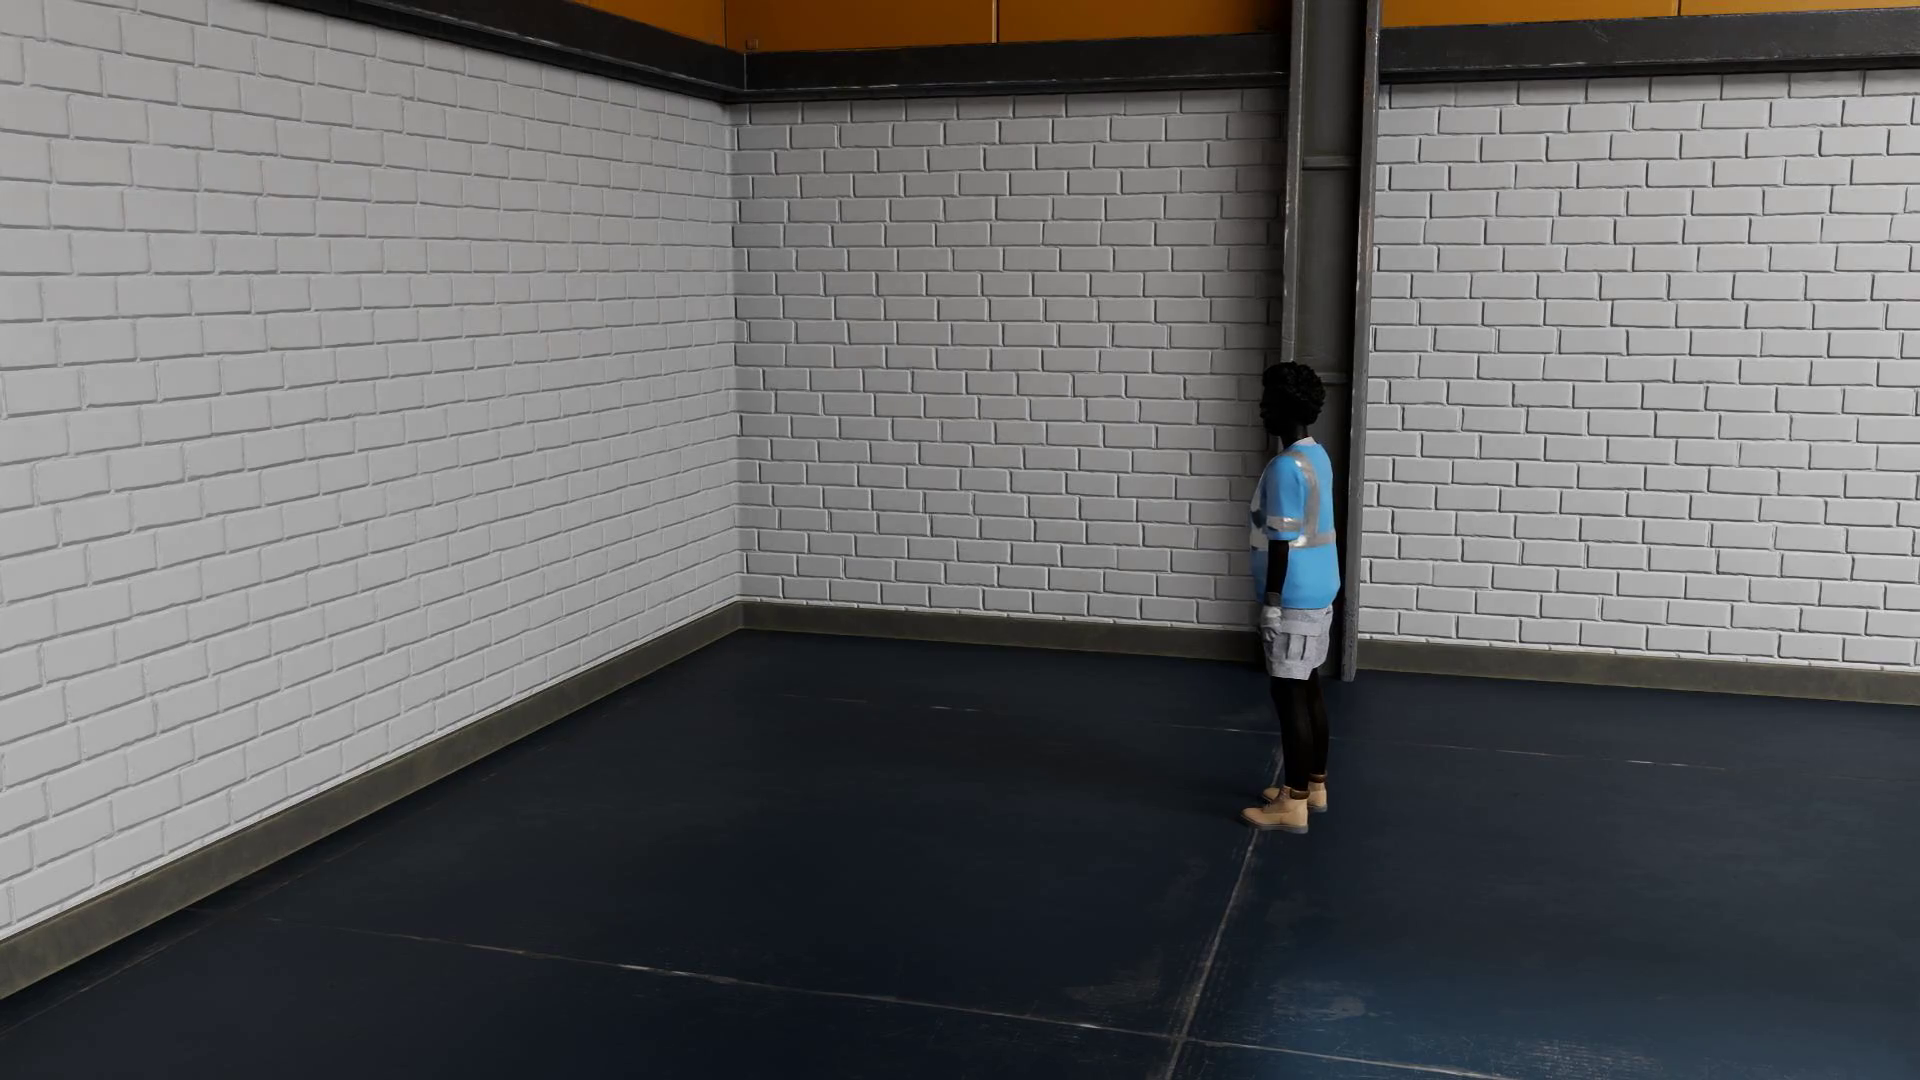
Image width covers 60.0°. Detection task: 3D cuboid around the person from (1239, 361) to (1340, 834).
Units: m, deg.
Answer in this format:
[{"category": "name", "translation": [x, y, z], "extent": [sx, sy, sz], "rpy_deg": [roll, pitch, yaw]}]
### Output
[{"category": "person", "translation": [1.202, 0.203, 6.010], "extent": [0.321, 1.689, 0.530], "rpy_deg": [4, 10, 22]}]
